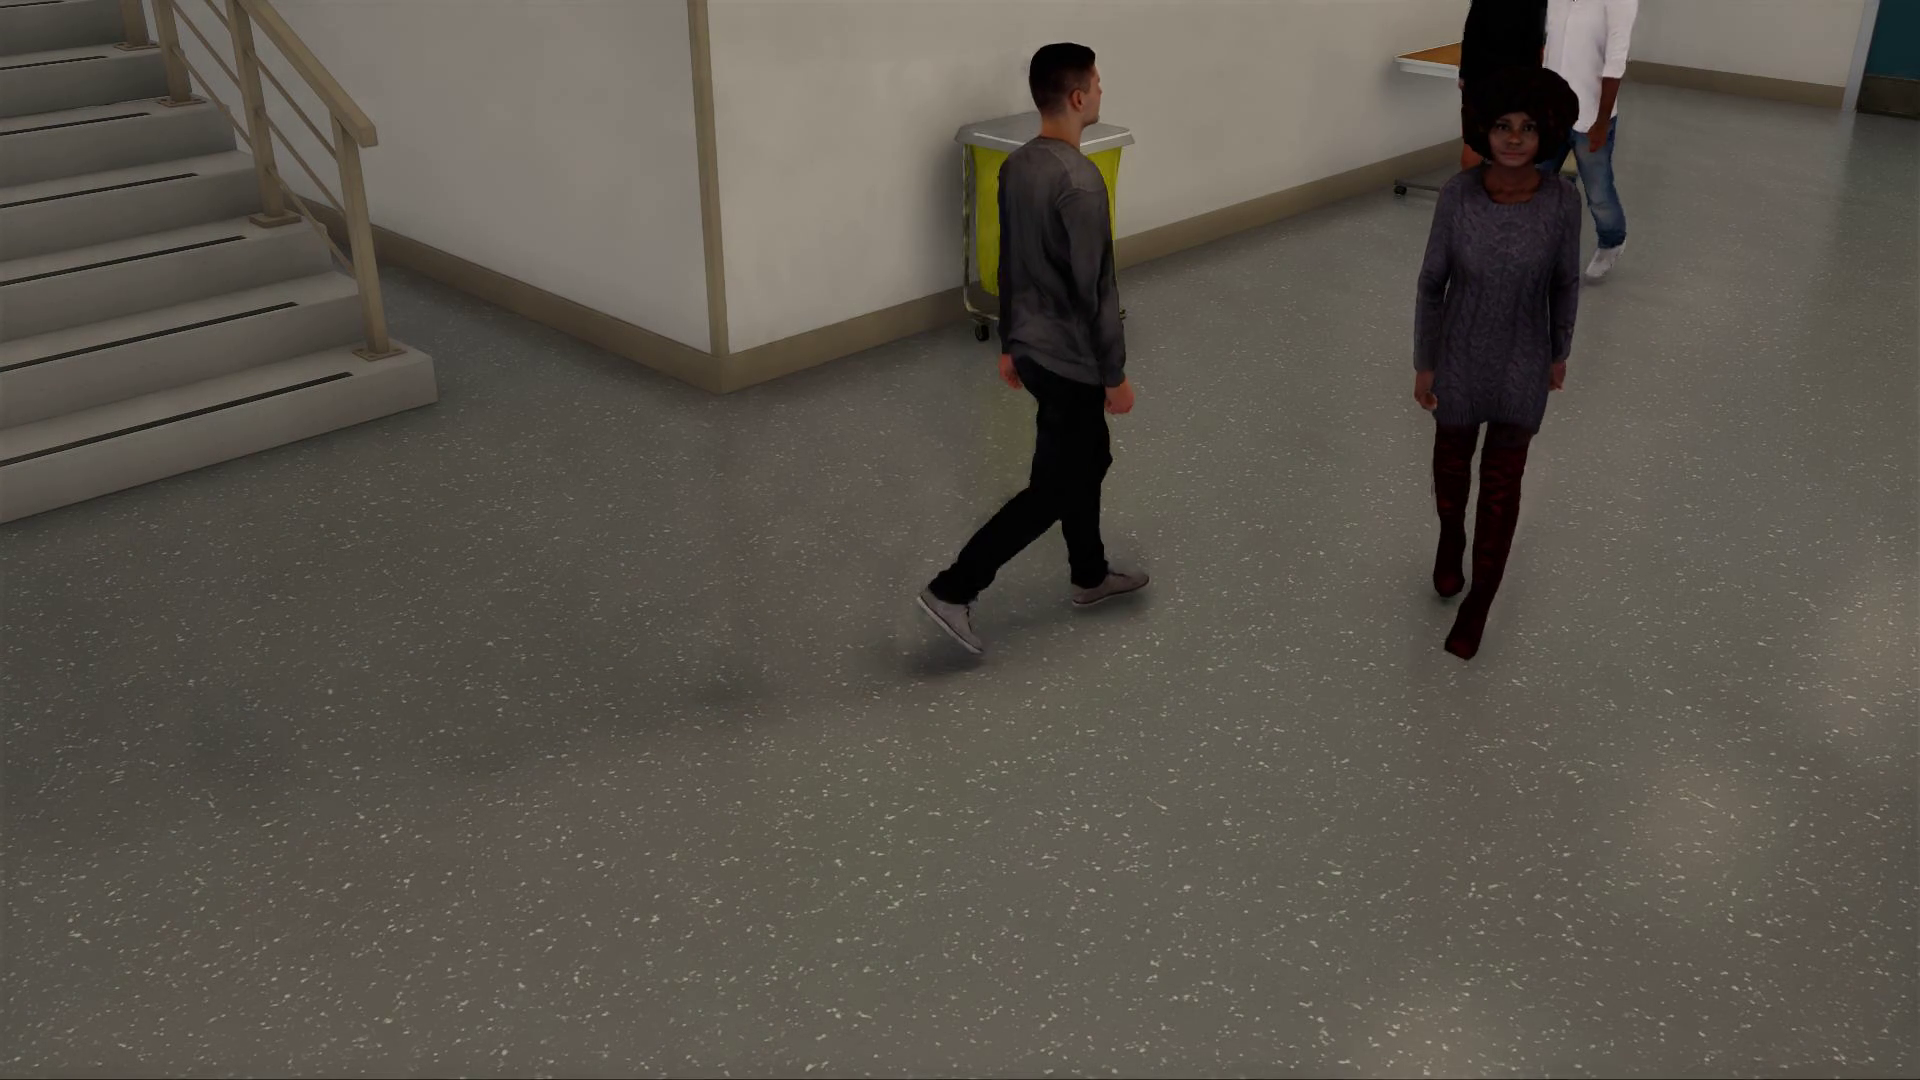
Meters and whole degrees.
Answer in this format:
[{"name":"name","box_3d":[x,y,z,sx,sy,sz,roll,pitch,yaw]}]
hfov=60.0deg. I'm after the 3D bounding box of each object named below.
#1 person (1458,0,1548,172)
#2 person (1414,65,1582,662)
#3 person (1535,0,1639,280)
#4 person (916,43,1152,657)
[{"name":"person","box_3d":[2.876,-2.444,8.933,0.572,1.626,0.708,9,27,18]},{"name":"person","box_3d":[1.569,-0.543,4.935,1.041,1.676,0.942,8,27,16]},{"name":"person","box_3d":[3.011,-2.058,7.967,0.820,1.772,1.169,-19,31,-34]},{"name":"person","box_3d":[0.224,-0.488,4.752,0.936,1.735,1.115,-11,28,-22]}]
